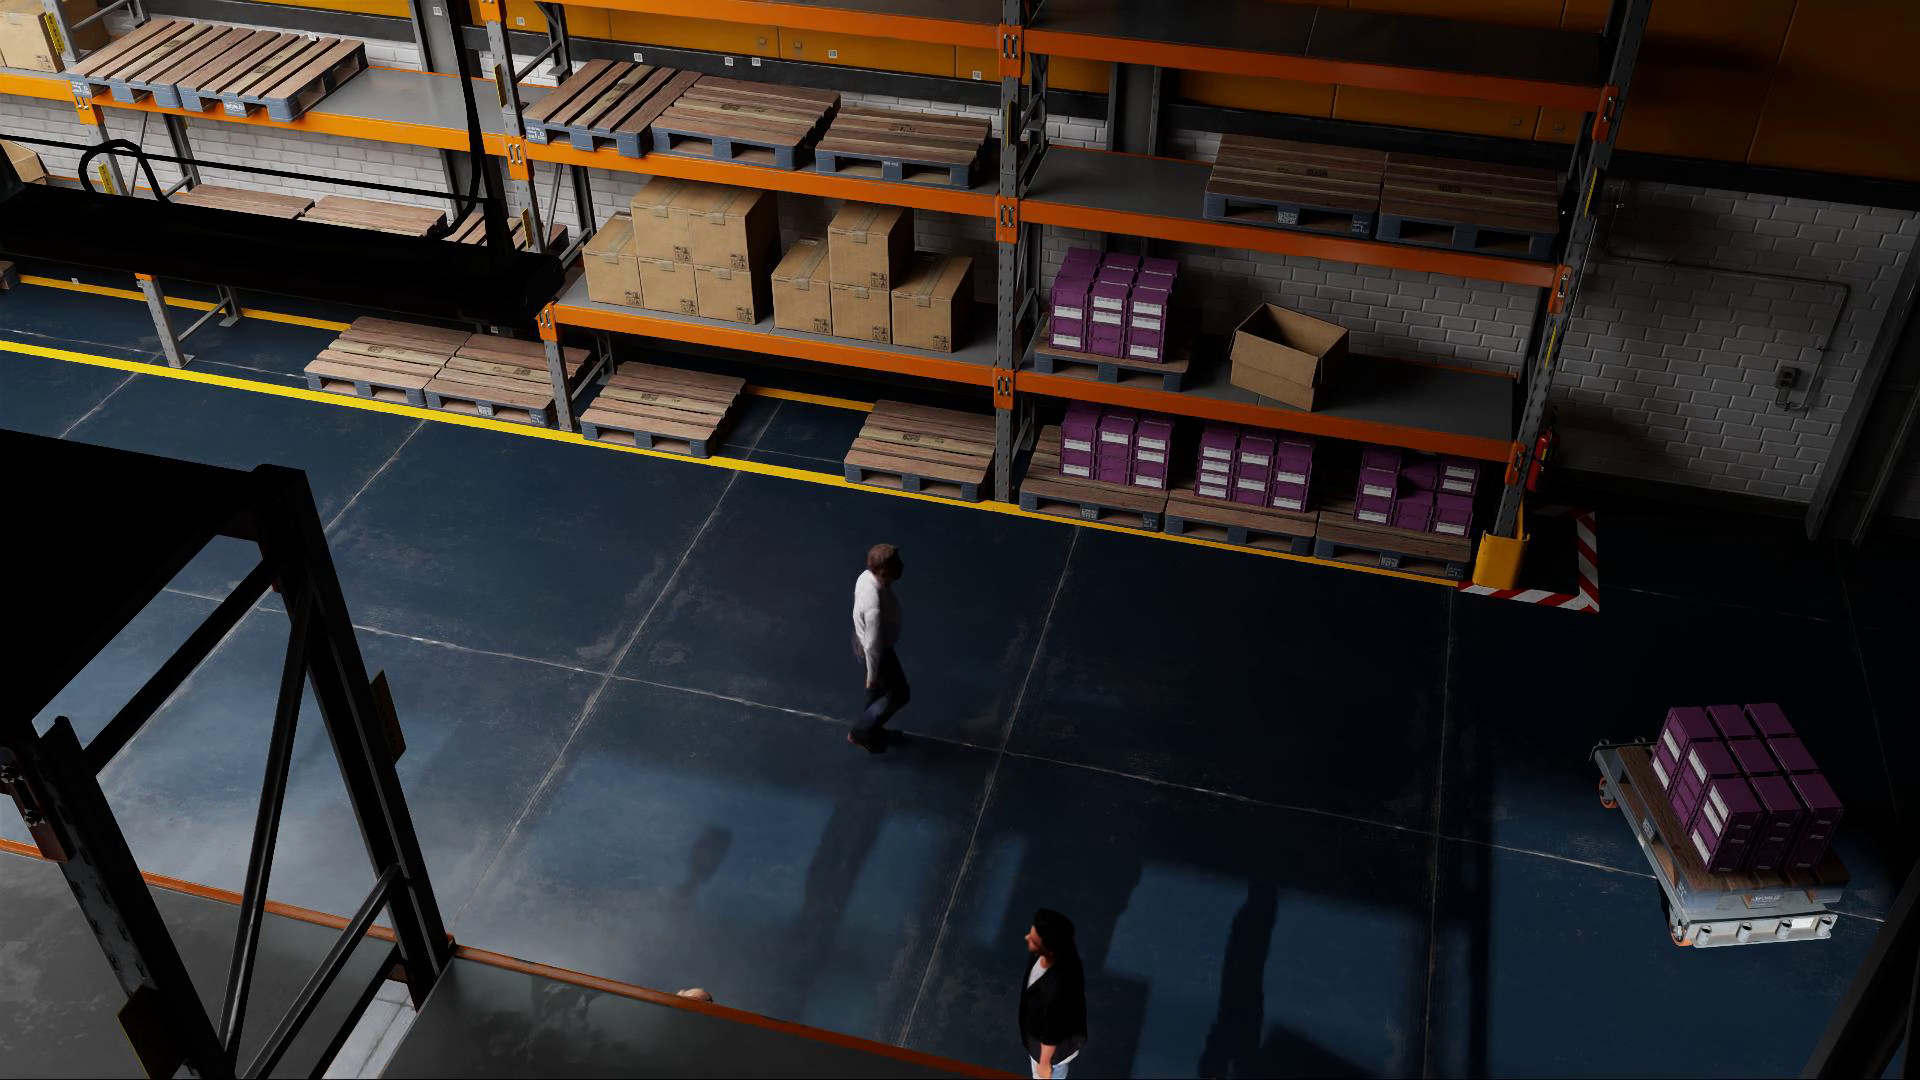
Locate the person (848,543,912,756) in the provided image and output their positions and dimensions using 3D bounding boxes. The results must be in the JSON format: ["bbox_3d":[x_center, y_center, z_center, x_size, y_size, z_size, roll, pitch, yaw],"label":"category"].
[{"bbox_3d":[-0.645,0.753,11.213,0.827,1.803,0.798,-7,39,-9],"label":"person"}]

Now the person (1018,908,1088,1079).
[{"bbox_3d":[0.506,2.606,8.892,0.690,1.805,0.746,0,39,0],"label":"person"}]
